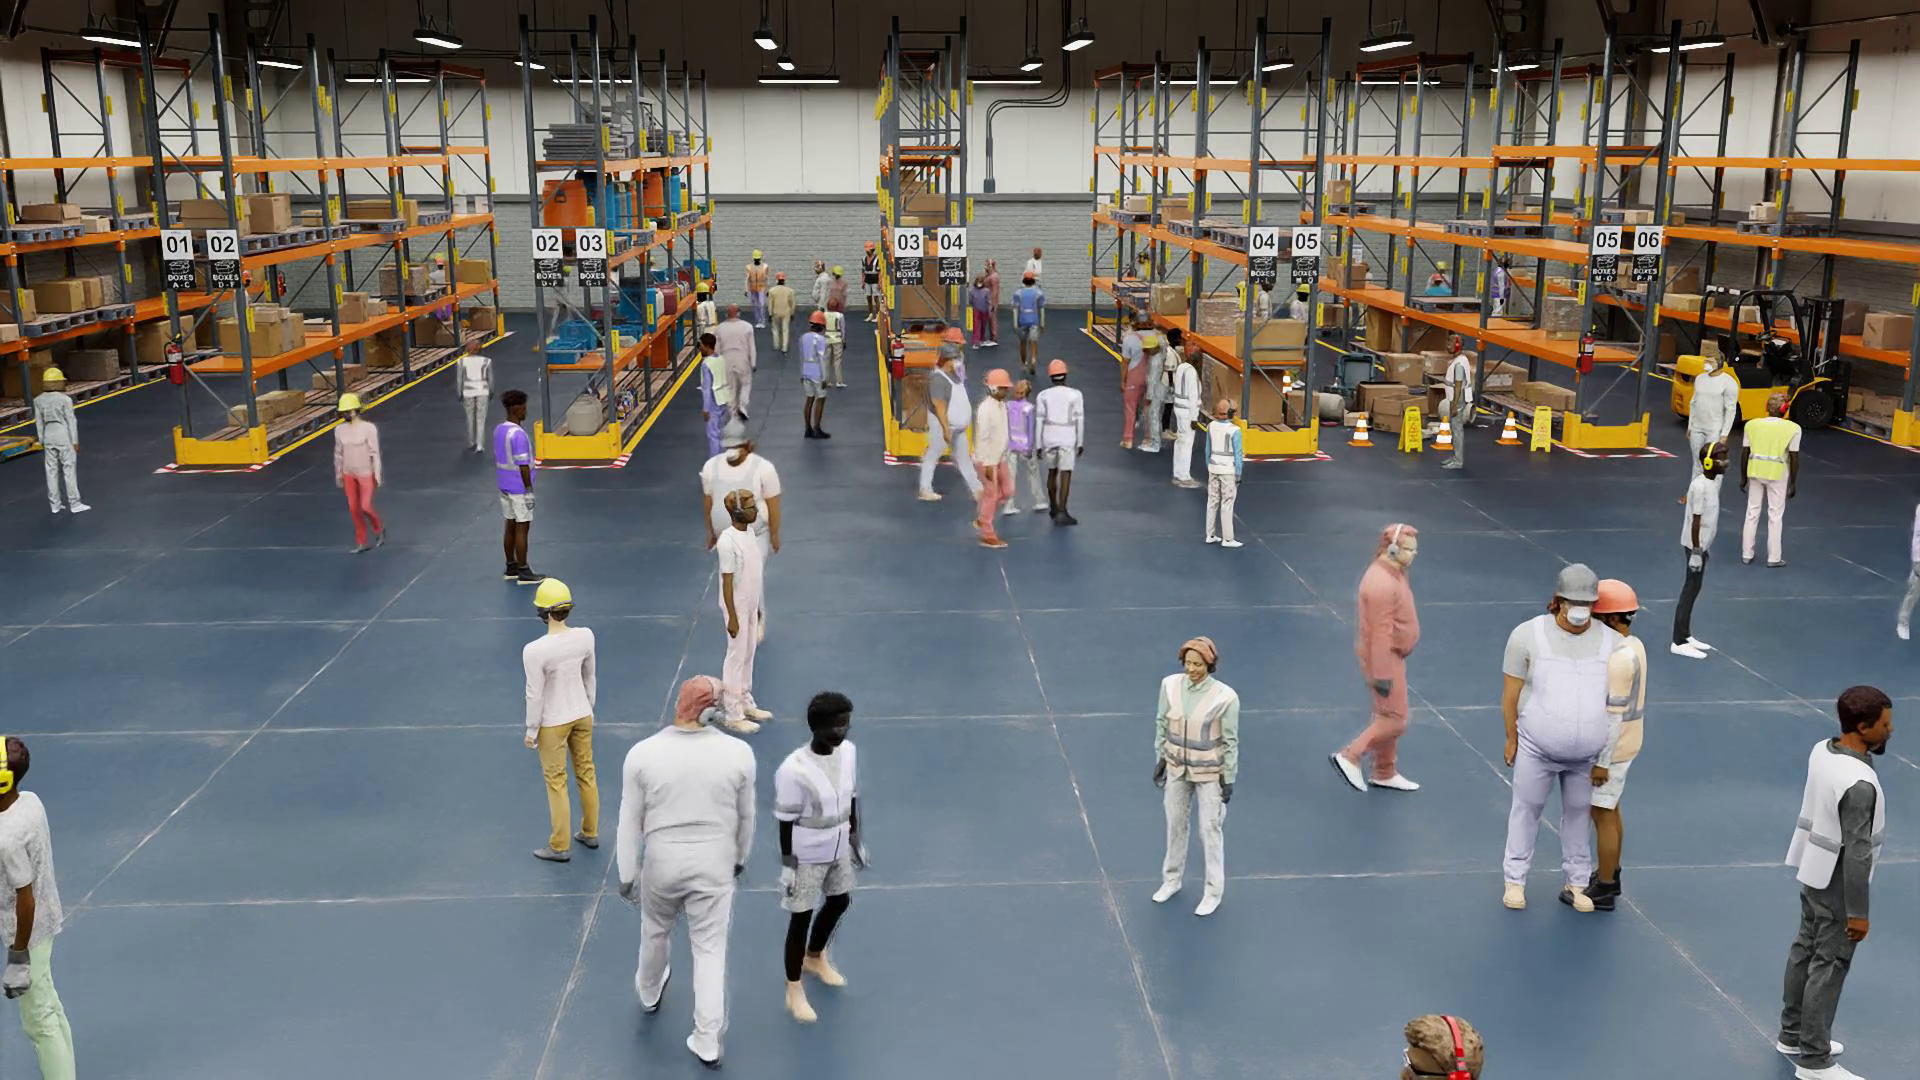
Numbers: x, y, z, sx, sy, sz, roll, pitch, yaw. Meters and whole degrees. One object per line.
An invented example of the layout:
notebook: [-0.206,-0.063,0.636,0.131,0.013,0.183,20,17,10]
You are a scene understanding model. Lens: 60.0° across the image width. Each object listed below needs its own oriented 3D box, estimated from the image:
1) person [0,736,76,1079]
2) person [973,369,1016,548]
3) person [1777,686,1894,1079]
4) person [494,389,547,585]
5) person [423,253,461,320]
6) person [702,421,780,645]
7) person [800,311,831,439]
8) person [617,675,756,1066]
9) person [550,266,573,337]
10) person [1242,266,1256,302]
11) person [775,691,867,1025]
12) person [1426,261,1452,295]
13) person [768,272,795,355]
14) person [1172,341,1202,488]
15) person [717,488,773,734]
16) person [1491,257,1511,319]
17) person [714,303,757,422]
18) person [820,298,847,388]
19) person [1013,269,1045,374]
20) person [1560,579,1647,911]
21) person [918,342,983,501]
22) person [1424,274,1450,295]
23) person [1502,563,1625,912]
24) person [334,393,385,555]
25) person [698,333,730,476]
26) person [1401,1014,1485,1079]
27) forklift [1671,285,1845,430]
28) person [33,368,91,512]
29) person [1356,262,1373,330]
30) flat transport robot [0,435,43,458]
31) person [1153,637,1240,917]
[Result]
person: [-4.099,1.739,7.258,0.328,1.876,0.514,-6,15,-24]
person: [0.377,-0.887,18.147,0.423,1.977,0.631,7,15,26]
person: [4.085,1.597,7.767,0.392,1.919,0.592,2,13,9]
person: [-4.441,-0.535,16.727,0.395,1.962,0.675,-11,17,-38]
person: [-13.132,-6.352,41.876,0.914,1.727,0.522,-2,13,-10]
person: [-1.959,-0.106,14.716,0.694,2.000,0.774,5,14,20]
person: [-2.174,-2.492,25.081,0.404,1.922,0.607,-13,18,-43]
person: [-1.321,1.559,8.120,0.668,1.839,0.902,-2,13,-7]
person: [-9.173,-5.491,38.281,0.650,1.700,0.507,-11,17,-40]
person: [6.674,-5.545,38.441,0.368,1.724,0.561,3,14,12]
person: [-0.746,1.567,8.402,0.410,1.684,0.587,10,17,37]
person: [10.863,-5.417,37.735,0.605,1.810,0.832,-2,13,-7]
person: [-3.819,-4.830,35.390,0.598,1.721,0.743,-4,14,-18]
person: [2.941,-1.625,21.485,0.337,1.883,0.584,-2,13,-9]
person: [-1.627,0.520,12.479,0.335,1.846,0.513,3,14,13]
person: [12.553,-5.642,38.598,0.429,1.841,0.634,2,13,8]
person: [-3.574,-2.822,26.535,0.676,1.891,0.431,0,13,1]
person: [-2.309,-3.600,30.385,0.525,1.637,0.307,7,15,26]
person: [1.332,-4.206,32.165,0.618,2.018,0.878,0,13,-2]
person: [3.714,1.170,9.567,0.383,1.926,0.550,6,15,25]
person: [-0.079,-1.458,20.443,1.023,2.000,0.696,5,14,22]
person: [10.028,-4.779,35.223,0.575,1.702,0.895,-2,13,-9]
person: [3.445,1.131,9.475,0.683,2.000,0.537,2,13,7]
person: [-6.484,-0.711,17.892,0.540,1.750,0.387,4,14,16]
person: [-3.281,-1.808,22.208,0.396,1.912,0.598,3,14,11]
person: [1.467,2.281,5.021,0.387,1.845,0.565,-2,13,-8]
forklift: [12.503,-2.886,26.166,2.313,2.155,1.214,-1,13,-3]
person: [-10.811,-1.194,19.970,0.488,1.741,0.316,1,13,6]
person: [9.692,-5.863,39.980,0.498,1.633,0.284,-10,16,-35]
flat transport robot: [-13.618,-1.269,23.435,0.652,0.197,1.431,1,13,3]
person: [1.349,1.335,9.501,0.522,1.632,0.315,10,17,37]
